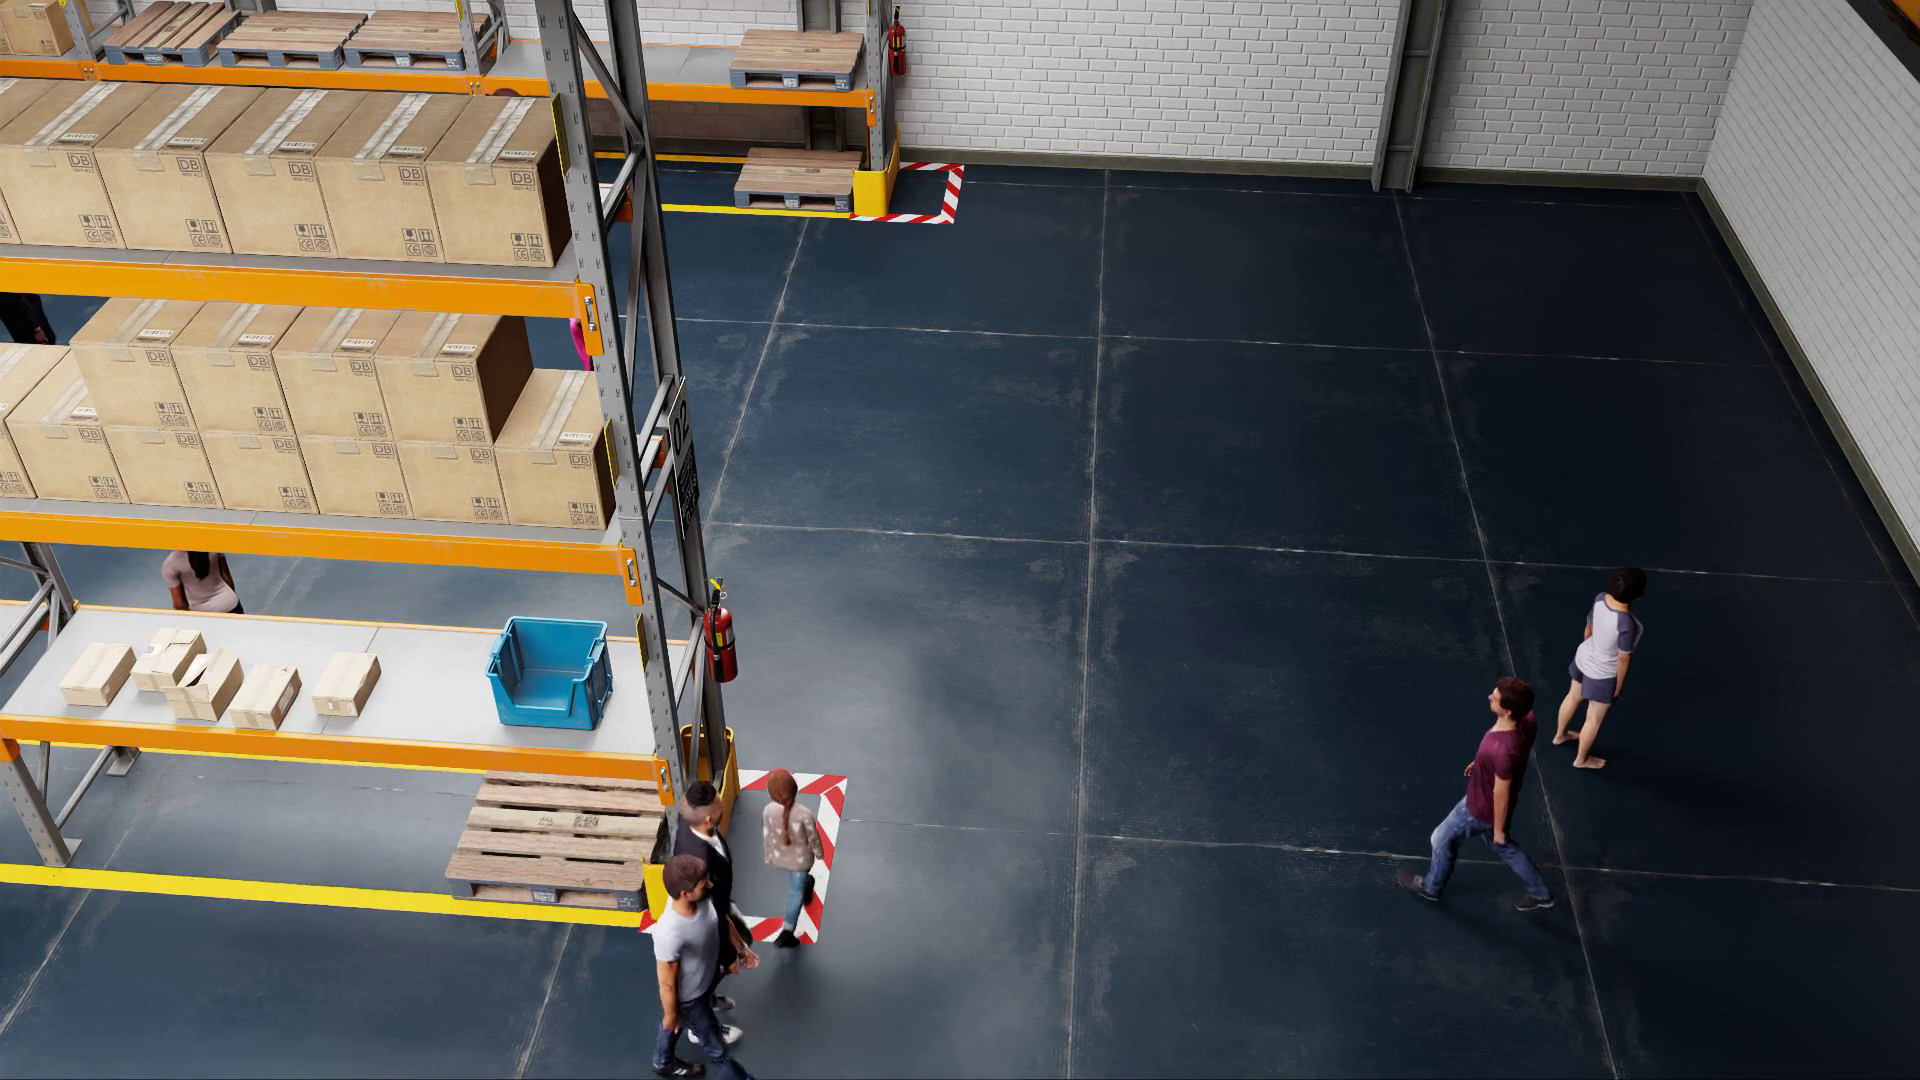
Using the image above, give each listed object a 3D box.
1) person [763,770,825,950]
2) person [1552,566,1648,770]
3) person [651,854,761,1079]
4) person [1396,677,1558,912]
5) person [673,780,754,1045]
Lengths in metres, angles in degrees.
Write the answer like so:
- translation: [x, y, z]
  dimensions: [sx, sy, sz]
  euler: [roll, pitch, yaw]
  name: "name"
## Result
- translation: [-0.981, 1.846, 9.580]
  dimensions: [0.818, 1.170, 0.658]
  euler: [14, 41, 17]
  name: "person"
- translation: [4.087, 0.789, 10.587]
  dimensions: [0.632, 1.565, 0.633]
  euler: [-10, 40, -12]
  name: "person"
- translation: [-1.470, 2.260, 8.529]
  dimensions: [1.076, 1.834, 0.692]
  euler: [3, 39, 4]
  name: "person"
- translation: [3.115, 1.503, 9.488]
  dimensions: [1.229, 1.820, 0.997]
  euler: [22, 43, 25]
  name: "person"
- translation: [-1.447, 1.978, 8.794]
  dimensions: [0.722, 1.944, 0.804]
  euler: [-1, 39, -1]
  name: "person"
